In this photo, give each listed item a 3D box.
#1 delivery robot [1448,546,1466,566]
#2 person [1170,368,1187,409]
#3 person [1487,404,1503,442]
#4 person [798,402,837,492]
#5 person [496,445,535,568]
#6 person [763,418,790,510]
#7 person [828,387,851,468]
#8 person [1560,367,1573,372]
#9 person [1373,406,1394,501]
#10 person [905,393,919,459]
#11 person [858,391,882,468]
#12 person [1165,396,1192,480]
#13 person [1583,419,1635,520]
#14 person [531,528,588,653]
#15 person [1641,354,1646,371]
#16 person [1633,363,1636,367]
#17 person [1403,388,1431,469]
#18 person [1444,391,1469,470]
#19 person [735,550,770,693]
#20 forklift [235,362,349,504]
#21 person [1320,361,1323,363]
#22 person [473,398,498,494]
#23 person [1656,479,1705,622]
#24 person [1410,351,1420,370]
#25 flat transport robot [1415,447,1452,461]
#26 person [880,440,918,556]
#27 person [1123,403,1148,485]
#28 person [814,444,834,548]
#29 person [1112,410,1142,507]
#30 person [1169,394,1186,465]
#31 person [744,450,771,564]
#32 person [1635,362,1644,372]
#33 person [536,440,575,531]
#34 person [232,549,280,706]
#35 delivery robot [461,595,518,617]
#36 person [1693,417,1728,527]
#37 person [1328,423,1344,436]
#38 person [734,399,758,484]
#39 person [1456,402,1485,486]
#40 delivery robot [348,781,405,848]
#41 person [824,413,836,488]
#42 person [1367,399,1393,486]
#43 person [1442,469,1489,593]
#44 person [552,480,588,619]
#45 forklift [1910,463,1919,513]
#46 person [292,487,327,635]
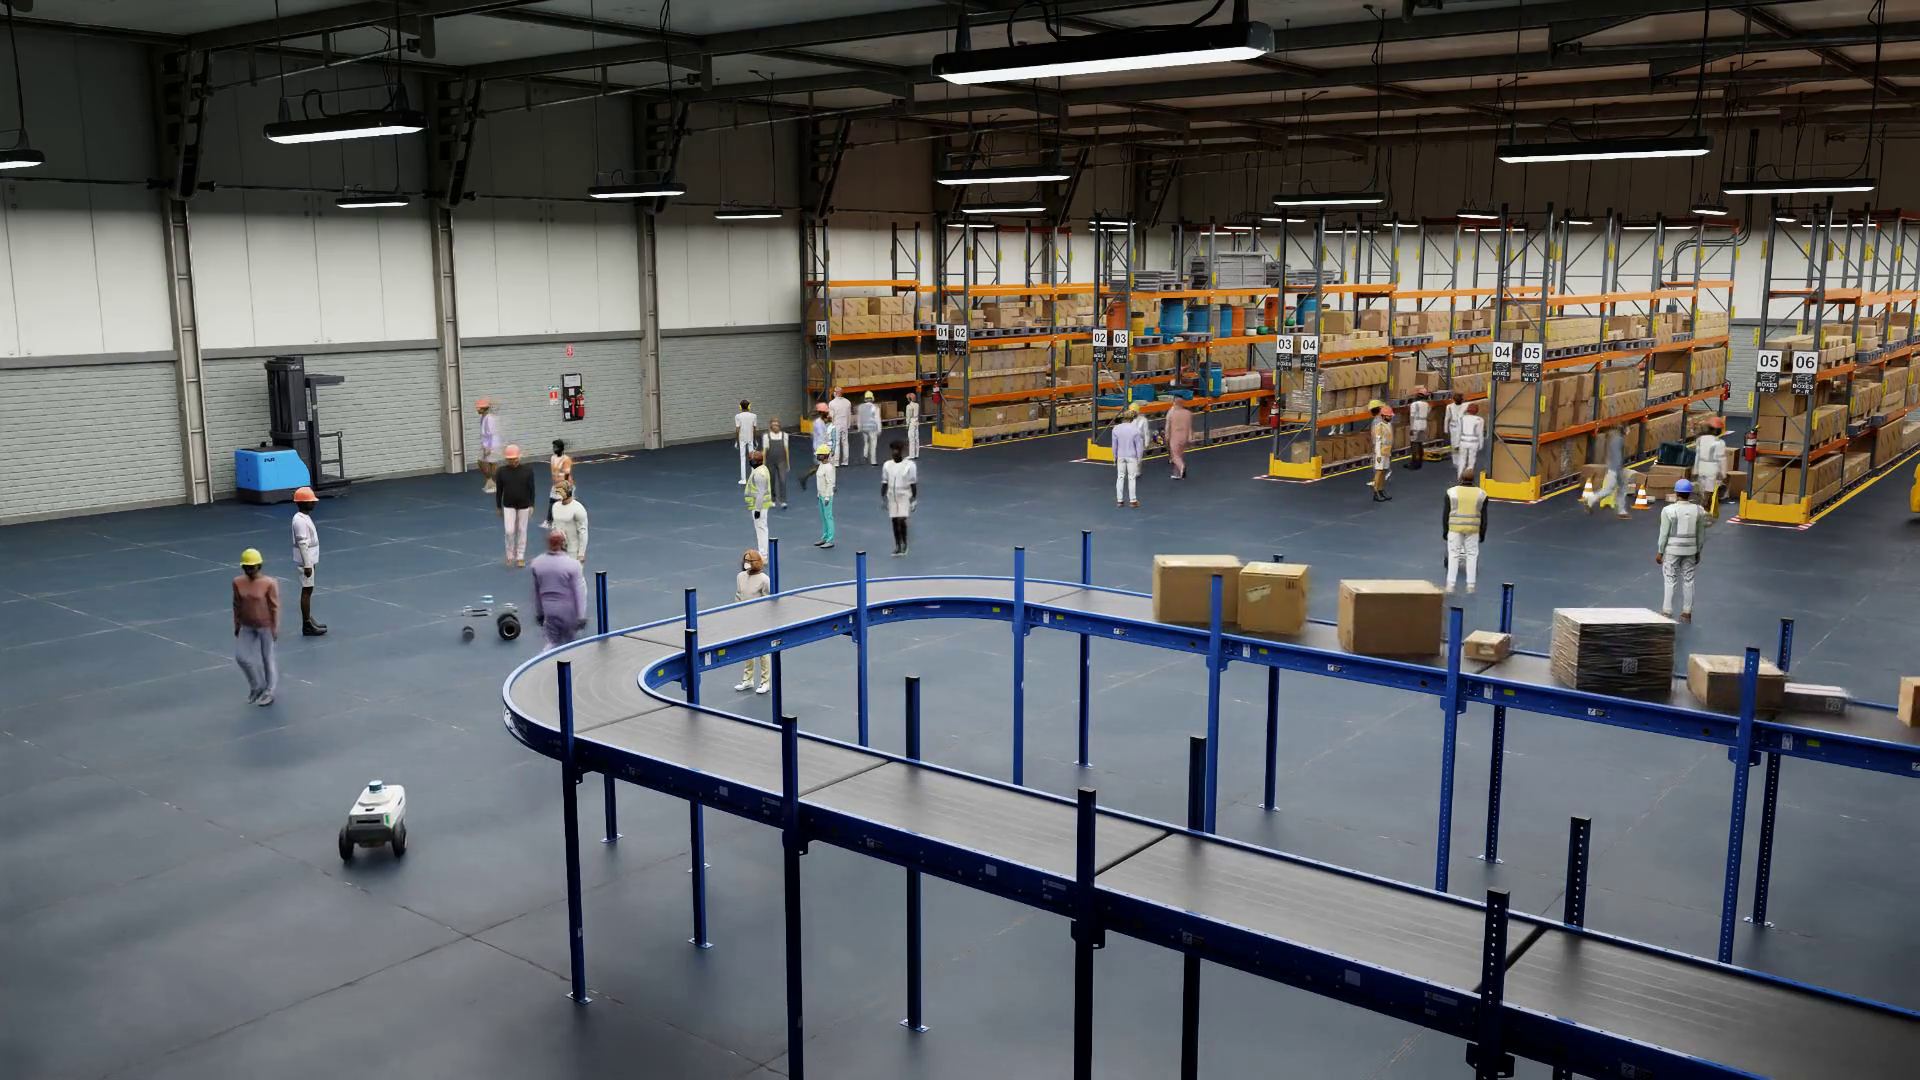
[{"bbox_3d":[7.914,0.177,24.750,0.477,0.478,0.707,3,11,20],"label":"delivery robot"},{"bbox_3d":[6.060,-3.816,43.392,0.621,1.978,0.438,6,12,31],"label":"person"},{"bbox_3d":[12.593,-2.402,36.539,0.895,1.578,0.517,-8,13,-39],"label":"person"},{"bbox_3d":[-3.005,-1.951,33.045,0.721,1.919,0.561,0,10,2],"label":"person"},{"bbox_3d":[-7.071,-0.532,24.936,0.611,1.967,0.613,-3,10,-15],"label":"person"},{"bbox_3d":[-3.614,-1.496,30.827,0.540,1.799,0.877,-2,10,-11],"label":"person"},{"bbox_3d":[-2.896,-2.690,37.239,0.639,1.908,0.409,-9,13,-41],"label":"person"},{"bbox_3d":[19.364,-4.918,50.020,0.985,1.828,0.536,-5,11,-27],"label":"person"},{"bbox_3d":[8.683,-1.773,31.992,0.357,1.938,0.542,8,13,40],"label":"person"},{"bbox_3d":[-1.177,-2.828,38.767,0.307,1.641,0.513,5,11,28],"label":"person"},{"bbox_3d":[-2.129,-2.626,37.148,0.650,1.811,0.409,6,12,29],"label":"person"},{"bbox_3d":[4.894,-2.256,34.883,0.643,1.885,0.728,-4,11,-22],"label":"person"},{"bbox_3d":[12.360,-1.341,29.640,0.845,1.910,0.625,6,12,32],"label":"person"},{"bbox_3d":[-4.515,0.817,17.568,0.649,1.892,0.557,4,11,22],"label":"person"},{"bbox_3d":[21.402,-4.814,48.945,0.376,1.995,0.612,2,10,10],"label":"person"},{"bbox_3d":[20.390,-4.473,47.518,0.728,1.819,0.628,3,11,19],"label":"person"},{"bbox_3d":[10.822,-2.633,36.979,0.677,1.886,0.493,-4,11,-21],"label":"person"},{"bbox_3d":[11.625,-2.556,36.620,0.609,1.849,0.835,5,11,28],"label":"person"},{"bbox_3d":[-2.345,0.911,17.732,0.502,1.636,0.280,6,12,32],"label":"person"},{"bbox_3d":[-13.803,-2.244,32.110,1.129,2.768,1.873,8,13,37],"label":"forklift"},{"bbox_3d":[11.820,-5.139,51.071,0.893,1.880,0.615,-5,11,-25],"label":"person"},{"bbox_3d":[-9.949,-1.977,32.912,0.490,2.026,0.628,-8,13,-36],"label":"person"},{"bbox_3d":[9.737,0.143,21.176,0.614,1.945,0.404,0,10,-2],"label":"person"},{"bbox_3d":[15.670,-5.665,53.966,0.398,1.918,0.598,1,10,8],"label":"person"},{"bbox_3d":[11.826,-2.152,38.931,0.652,0.197,1.431,8,13,37],"label":"flat transport robot"},{"bbox_3d":[-1.037,-0.683,25.825,0.628,1.943,0.533,5,11,26],"label":"person"},{"bbox_3d":[3.871,-2.147,34.546,0.601,1.787,0.930,6,12,30],"label":"person"},{"bbox_3d":[-2.326,-0.755,26.748,0.310,1.769,0.525,-4,11,-23],"label":"person"},{"bbox_3d":[3.334,-1.628,31.172,0.628,1.940,0.373,5,11,26],"label":"person"},{"bbox_3d":[5.227,-2.655,37.643,0.319,1.693,0.532,-4,11,-22],"label":"person"},{"bbox_3d":[-3.266,-0.534,25.300,0.430,1.840,0.622,0,10,-3],"label":"person"},{"bbox_3d":[20.232,-4.365,46.745,0.963,1.889,0.558,2,10,13],"label":"person"},{"bbox_3d":[-7.281,-0.975,28.259,0.557,1.652,0.836,8,13,37],"label":"person"},{"bbox_3d":[-7.711,0.957,17.126,0.554,1.750,0.405,1,10,4],"label":"person"},{"bbox_3d":[-6.114,0.839,20.307,0.698,0.223,0.335,-3,11,-18],"label":"delivery robot"},{"bbox_3d":[13.928,-1.255,28.850,0.769,2.015,0.629,-3,11,-17],"label":"person"},{"bbox_3d":[10.618,-3.857,43.908,0.512,1.872,0.328,7,12,34],"label":"person"},{"bbox_3d":[-4.703,-2.158,34.365,0.534,1.863,0.319,-5,11,-24],"label":"person"},{"bbox_3d":[10.969,-2.030,33.621,0.575,1.871,0.404,9,13,40],"label":"person"},{"bbox_3d":[-4.864,2.258,13.051,0.477,0.478,0.707,-2,10,-9],"label":"delivery robot"},{"bbox_3d":[-2.864,-1.939,33.760,0.514,1.641,0.308,9,13,41],"label":"person"},{"bbox_3d":[9.128,-2.122,34.115,0.537,1.883,0.624,3,11,17],"label":"person"},{"bbox_3d":[7.447,-0.140,23.105,0.636,1.836,0.432,2,10,11],"label":"person"},{"bbox_3d":[-5.282,0.150,21.162,0.629,1.940,0.376,7,12,36],"label":"person"},{"bbox_3d":[19.034,-1.348,28.998,2.313,2.155,1.214,8,13,37],"label":"forklift"},{"bbox_3d":[-8.543,0.266,20.514,0.356,1.938,0.543,-4,11,-20],"label":"person"}]
